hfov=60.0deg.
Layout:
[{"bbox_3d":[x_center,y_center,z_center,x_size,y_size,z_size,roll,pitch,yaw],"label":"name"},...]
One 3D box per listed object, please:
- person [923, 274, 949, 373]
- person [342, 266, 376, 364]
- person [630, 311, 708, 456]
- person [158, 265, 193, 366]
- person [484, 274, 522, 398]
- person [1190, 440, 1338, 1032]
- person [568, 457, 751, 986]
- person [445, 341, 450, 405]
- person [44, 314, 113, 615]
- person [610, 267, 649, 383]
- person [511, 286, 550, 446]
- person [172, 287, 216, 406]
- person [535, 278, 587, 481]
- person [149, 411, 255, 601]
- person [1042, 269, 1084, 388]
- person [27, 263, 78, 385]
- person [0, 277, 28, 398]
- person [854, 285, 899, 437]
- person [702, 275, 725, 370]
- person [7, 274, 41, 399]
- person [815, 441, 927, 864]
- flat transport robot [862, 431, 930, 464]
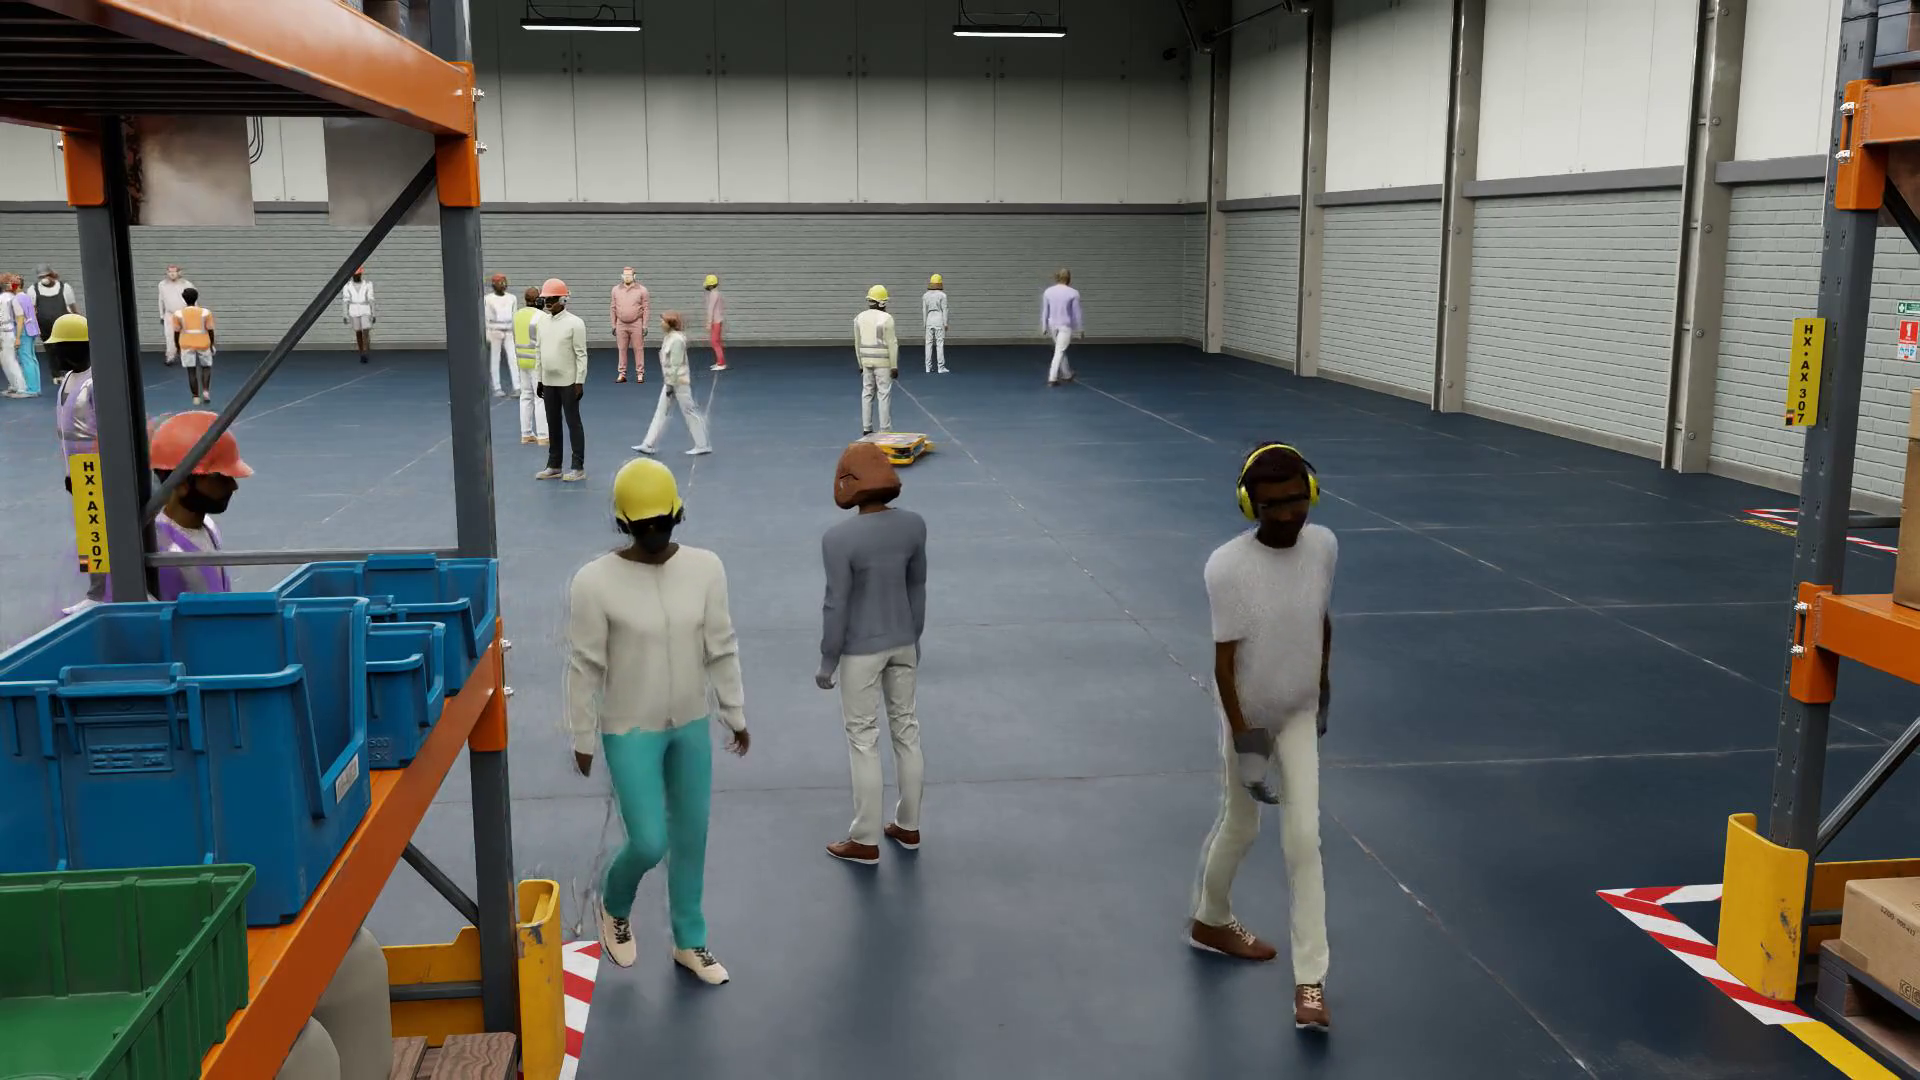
[{"bbox_3d":[-0.423,-3.847,29.579,0.489,1.744,0.295,5,11,26],"label":"person"},{"bbox_3d":[-11.439,-4.294,31.631,0.572,1.879,0.999,-2,11,-13],"label":"person"},{"bbox_3d":[-3.170,-1.706,18.231,0.851,1.585,0.538,-5,11,-24],"label":"person"},{"bbox_3d":[-14.572,-4.153,30.887,0.679,1.868,0.904,-2,10,-9],"label":"person"},{"bbox_3d":[-6.802,-3.029,24.827,0.598,1.833,0.959,-9,13,-39],"label":"person"},{"bbox_3d":[0.984,0.572,5.211,0.554,1.809,0.838,-3,11,-17],"label":"person"},{"bbox_3d":[-0.945,0.588,5.258,0.563,1.740,0.424,-9,14,-41],"label":"person"},{"bbox_3d":[-7.178,-2.875,23.791,0.715,1.899,0.613,-7,12,-34],"label":"person"},{"bbox_3d":[-5.479,-0.451,10.458,0.588,1.927,0.365,9,13,40],"label":"person"},{"bbox_3d":[-5.458,-3.545,27.465,0.641,1.913,0.407,0,10,2],"label":"person"},{"bbox_3d":[-4.899,-2.006,19.246,0.630,1.835,0.429,8,13,38],"label":"person"},{"bbox_3d":[-10.942,-2.762,23.772,0.556,1.679,0.454,-5,11,-26],"label":"person"},{"bbox_3d":[-3.959,-1.578,16.450,0.615,1.994,0.381,5,12,27],"label":"person"},{"bbox_3d":[-2.511,0.527,5.246,1.016,1.890,0.544,-3,11,-16],"label":"person"},{"bbox_3d":[1.694,-3.417,26.830,0.655,1.879,1.032,7,13,35],"label":"person"},{"bbox_3d":[-14.647,-3.501,26.864,0.710,2.000,1.018,-4,11,-21],"label":"person"},{"bbox_3d":[-14.188,-3.012,24.745,0.546,1.836,0.659,-3,11,-17],"label":"person"},{"bbox_3d":[-0.970,-2.110,19.815,0.610,1.829,0.403,7,13,35],"label":"person"},{"bbox_3d":[-4.431,-3.906,29.944,0.387,1.733,0.566,-1,10,-4],"label":"person"},{"bbox_3d":[-13.962,-3.033,24.832,0.394,1.846,0.564,-2,11,-12],"label":"person"},{"bbox_3d":[-0.336,0.432,6.418,0.498,1.633,0.280,-9,14,-42],"label":"person"},{"bbox_3d":[-0.757,-1.009,18.059,0.652,0.197,1.431,1,10,8],"label":"flat transport robot"}]
